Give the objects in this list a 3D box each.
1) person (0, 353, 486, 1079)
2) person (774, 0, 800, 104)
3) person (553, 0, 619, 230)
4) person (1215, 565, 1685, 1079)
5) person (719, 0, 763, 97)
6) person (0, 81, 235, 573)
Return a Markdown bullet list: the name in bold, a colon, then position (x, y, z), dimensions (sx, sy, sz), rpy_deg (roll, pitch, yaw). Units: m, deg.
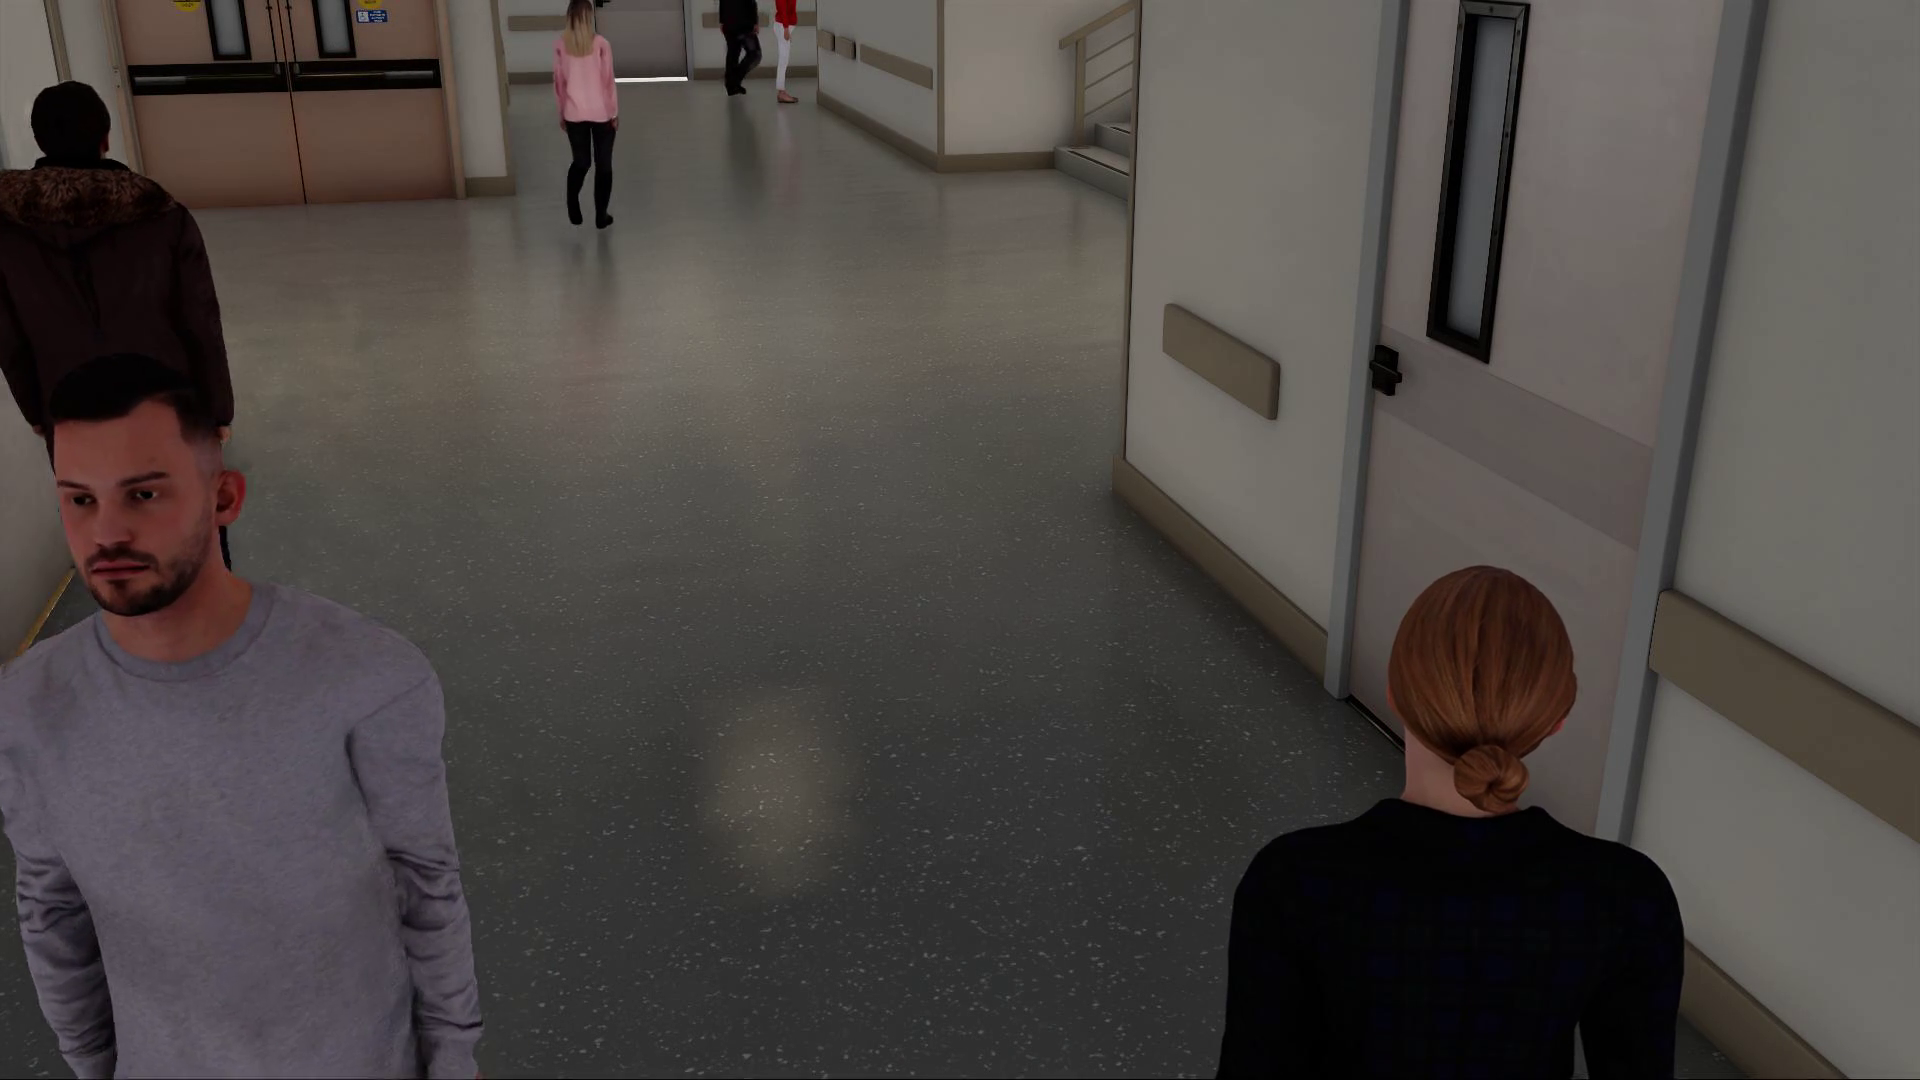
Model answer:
- **person**: position (-0.837, 0.645, 2.111), dimensions (1.027, 1.815, 0.767), rpy_deg (-4, 21, -11)
- **person**: position (-2.194, -6.329, 20.696), dimensions (0.585, 1.694, 0.587), rpy_deg (-2, 21, -5)
- **person**: position (-2.745, -3.100, 12.200), dimensions (0.904, 1.673, 0.854), rpy_deg (2, 21, 6)
- **person**: position (0.494, 0.821, 1.831), dimensions (0.602, 1.684, 0.749), rpy_deg (1, 21, 3)
- **person**: position (-2.832, -6.583, 21.161), dimensions (0.974, 1.839, 0.975), rpy_deg (13, 24, 30)
- **person**: position (-2.296, -0.288, 4.562), dimensions (0.743, 1.825, 0.802), rpy_deg (-6, 22, -15)
